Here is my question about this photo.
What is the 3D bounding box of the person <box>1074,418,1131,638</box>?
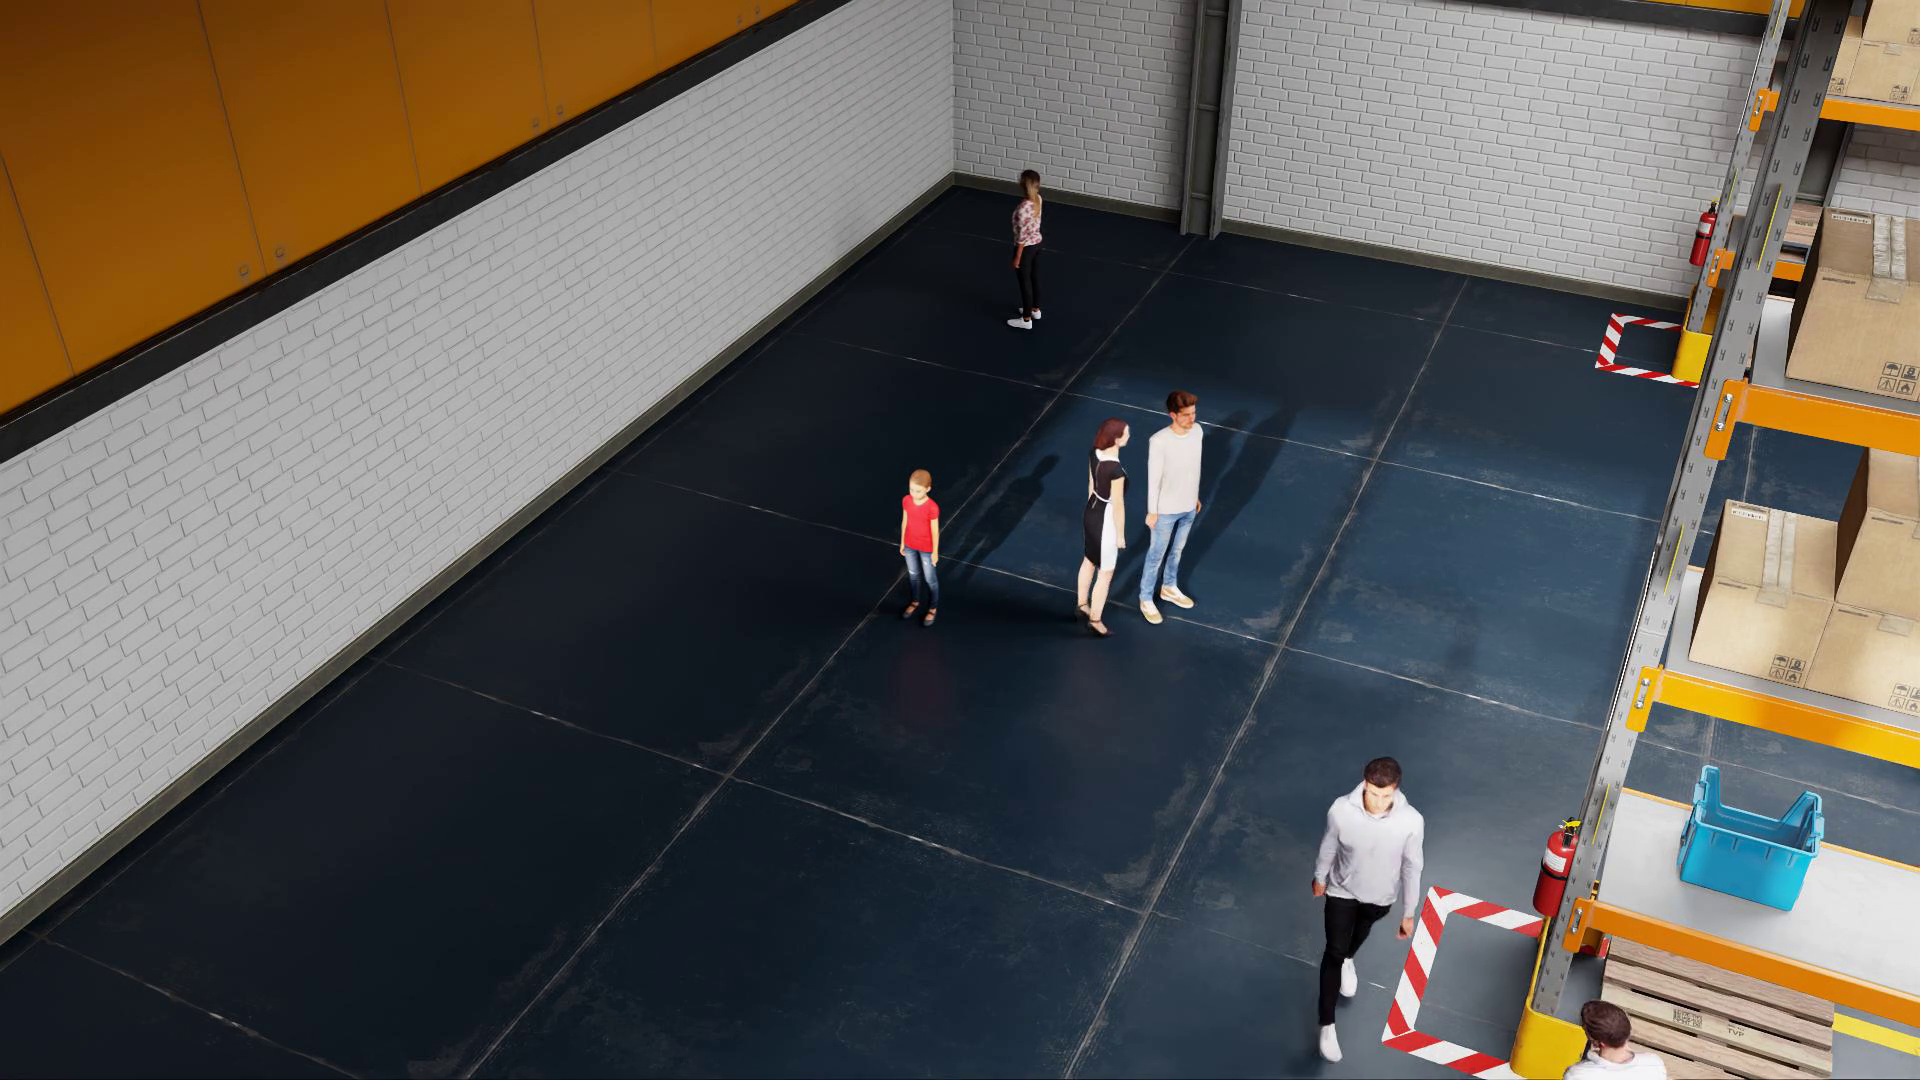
[{"bbox_3d":[1.041,-0.090,12.180,0.725,1.790,0.656,-14,36,-19],"label":"person"}]

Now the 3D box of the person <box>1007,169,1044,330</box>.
[{"bbox_3d":[0.686,-2.909,16.562,0.518,1.633,0.574,16,37,23],"label":"person"}]

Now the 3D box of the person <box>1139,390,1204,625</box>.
[{"bbox_3d":[1.578,-0.279,12.364,0.755,1.902,0.735,-23,40,-31],"label":"person"}]

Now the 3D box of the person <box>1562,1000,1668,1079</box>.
[{"bbox_3d":[2.965,2.886,7.678,1.051,1.818,1.060,-3,34,-5],"label":"person"}]

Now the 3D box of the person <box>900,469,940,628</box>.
[{"bbox_3d":[-0.286,0.027,12.438,0.440,1.309,0.548,18,38,25],"label":"person"}]

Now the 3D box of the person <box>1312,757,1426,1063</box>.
[{"bbox_3d":[2.219,1.842,9.188,1.155,1.885,1.012,2,34,3],"label":"person"}]
